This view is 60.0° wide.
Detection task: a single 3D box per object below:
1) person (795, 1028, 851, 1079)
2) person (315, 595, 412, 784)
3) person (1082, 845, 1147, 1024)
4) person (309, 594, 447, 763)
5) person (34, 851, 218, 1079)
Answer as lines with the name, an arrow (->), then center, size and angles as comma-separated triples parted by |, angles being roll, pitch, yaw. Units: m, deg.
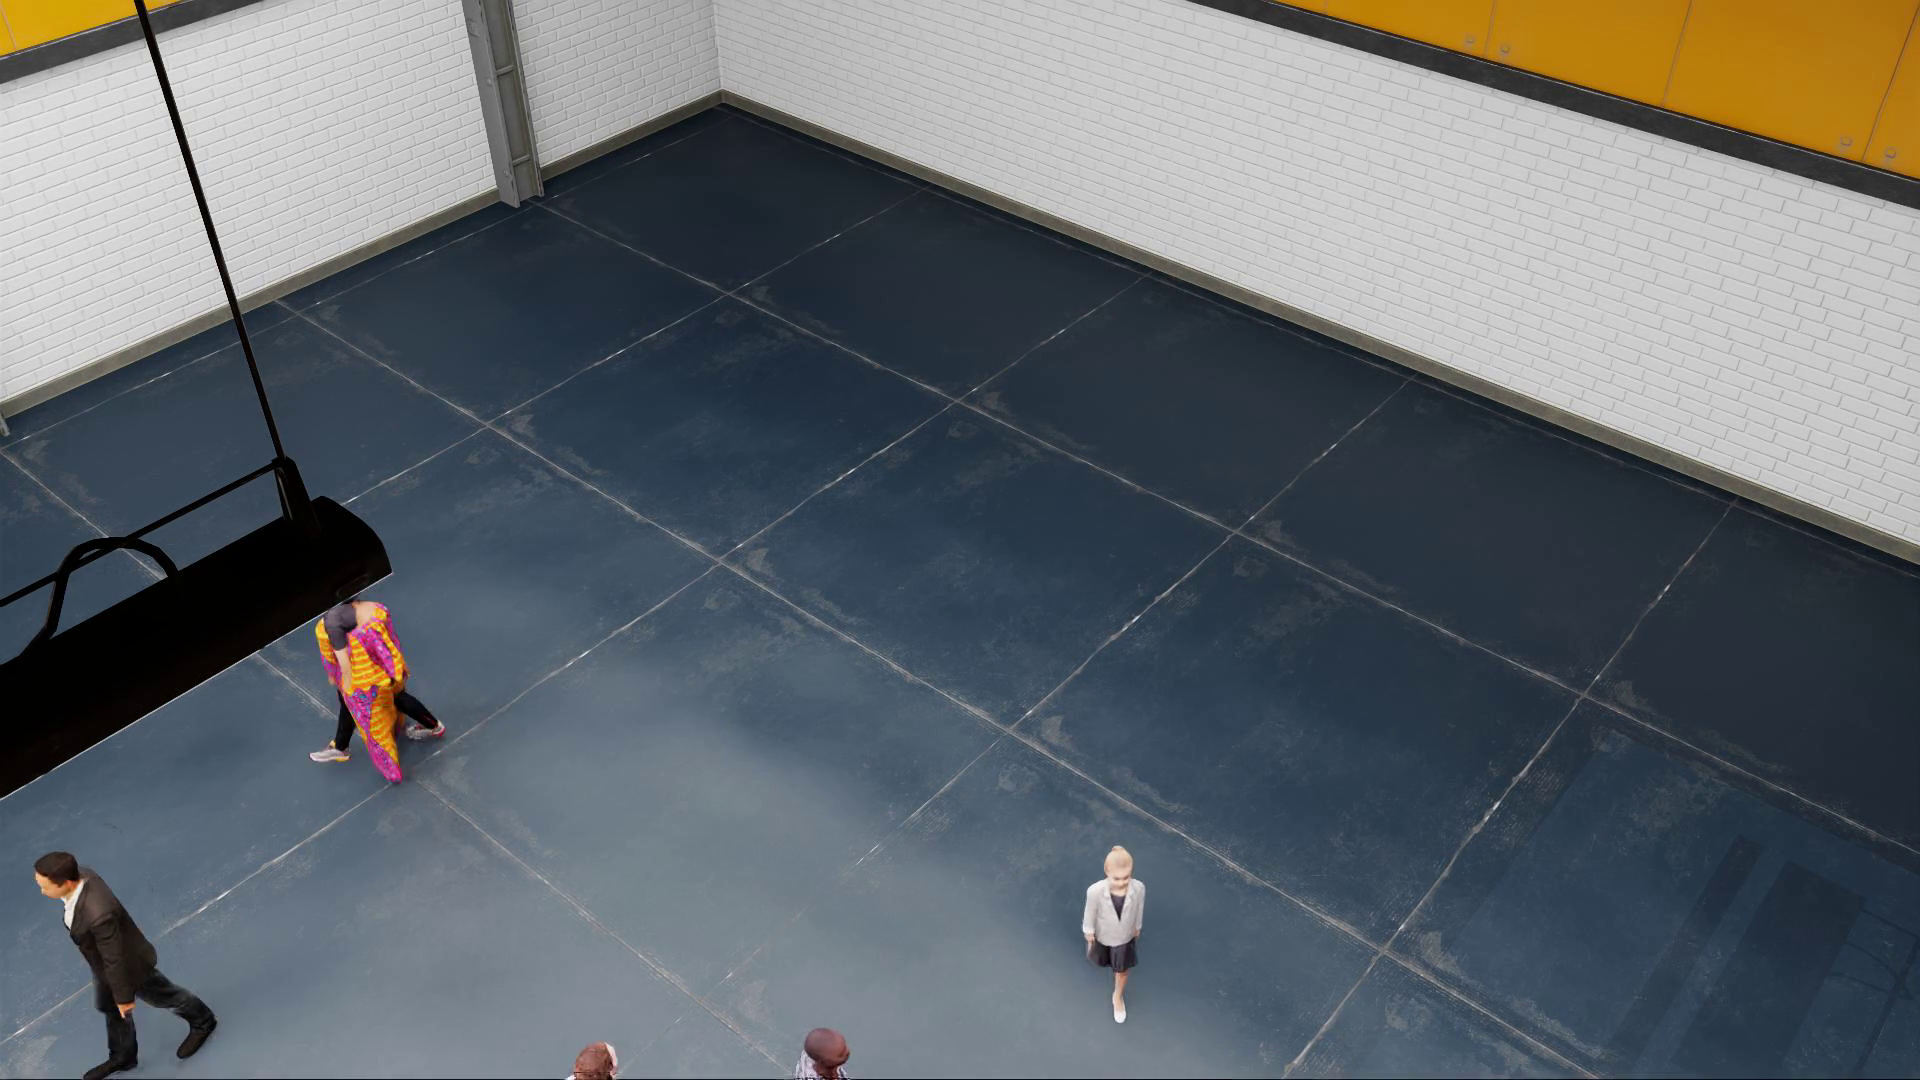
person -> -0.782, 3.040, 8.386 | 1.133, 1.758, 1.074 | -3, 39, -4
person -> -3.948, 0.911, 11.121 | 1.045, 1.672, 0.933 | -20, 43, -23
person -> 0.895, 2.241, 9.784 | 0.785, 1.262, 0.853 | -2, 39, -3
person -> -3.952, 0.795, 11.238 | 1.240, 1.706, 1.020 | -10, 40, -13
person -> -4.624, 2.287, 9.318 | 0.819, 1.771, 0.958 | 27, 46, 29
